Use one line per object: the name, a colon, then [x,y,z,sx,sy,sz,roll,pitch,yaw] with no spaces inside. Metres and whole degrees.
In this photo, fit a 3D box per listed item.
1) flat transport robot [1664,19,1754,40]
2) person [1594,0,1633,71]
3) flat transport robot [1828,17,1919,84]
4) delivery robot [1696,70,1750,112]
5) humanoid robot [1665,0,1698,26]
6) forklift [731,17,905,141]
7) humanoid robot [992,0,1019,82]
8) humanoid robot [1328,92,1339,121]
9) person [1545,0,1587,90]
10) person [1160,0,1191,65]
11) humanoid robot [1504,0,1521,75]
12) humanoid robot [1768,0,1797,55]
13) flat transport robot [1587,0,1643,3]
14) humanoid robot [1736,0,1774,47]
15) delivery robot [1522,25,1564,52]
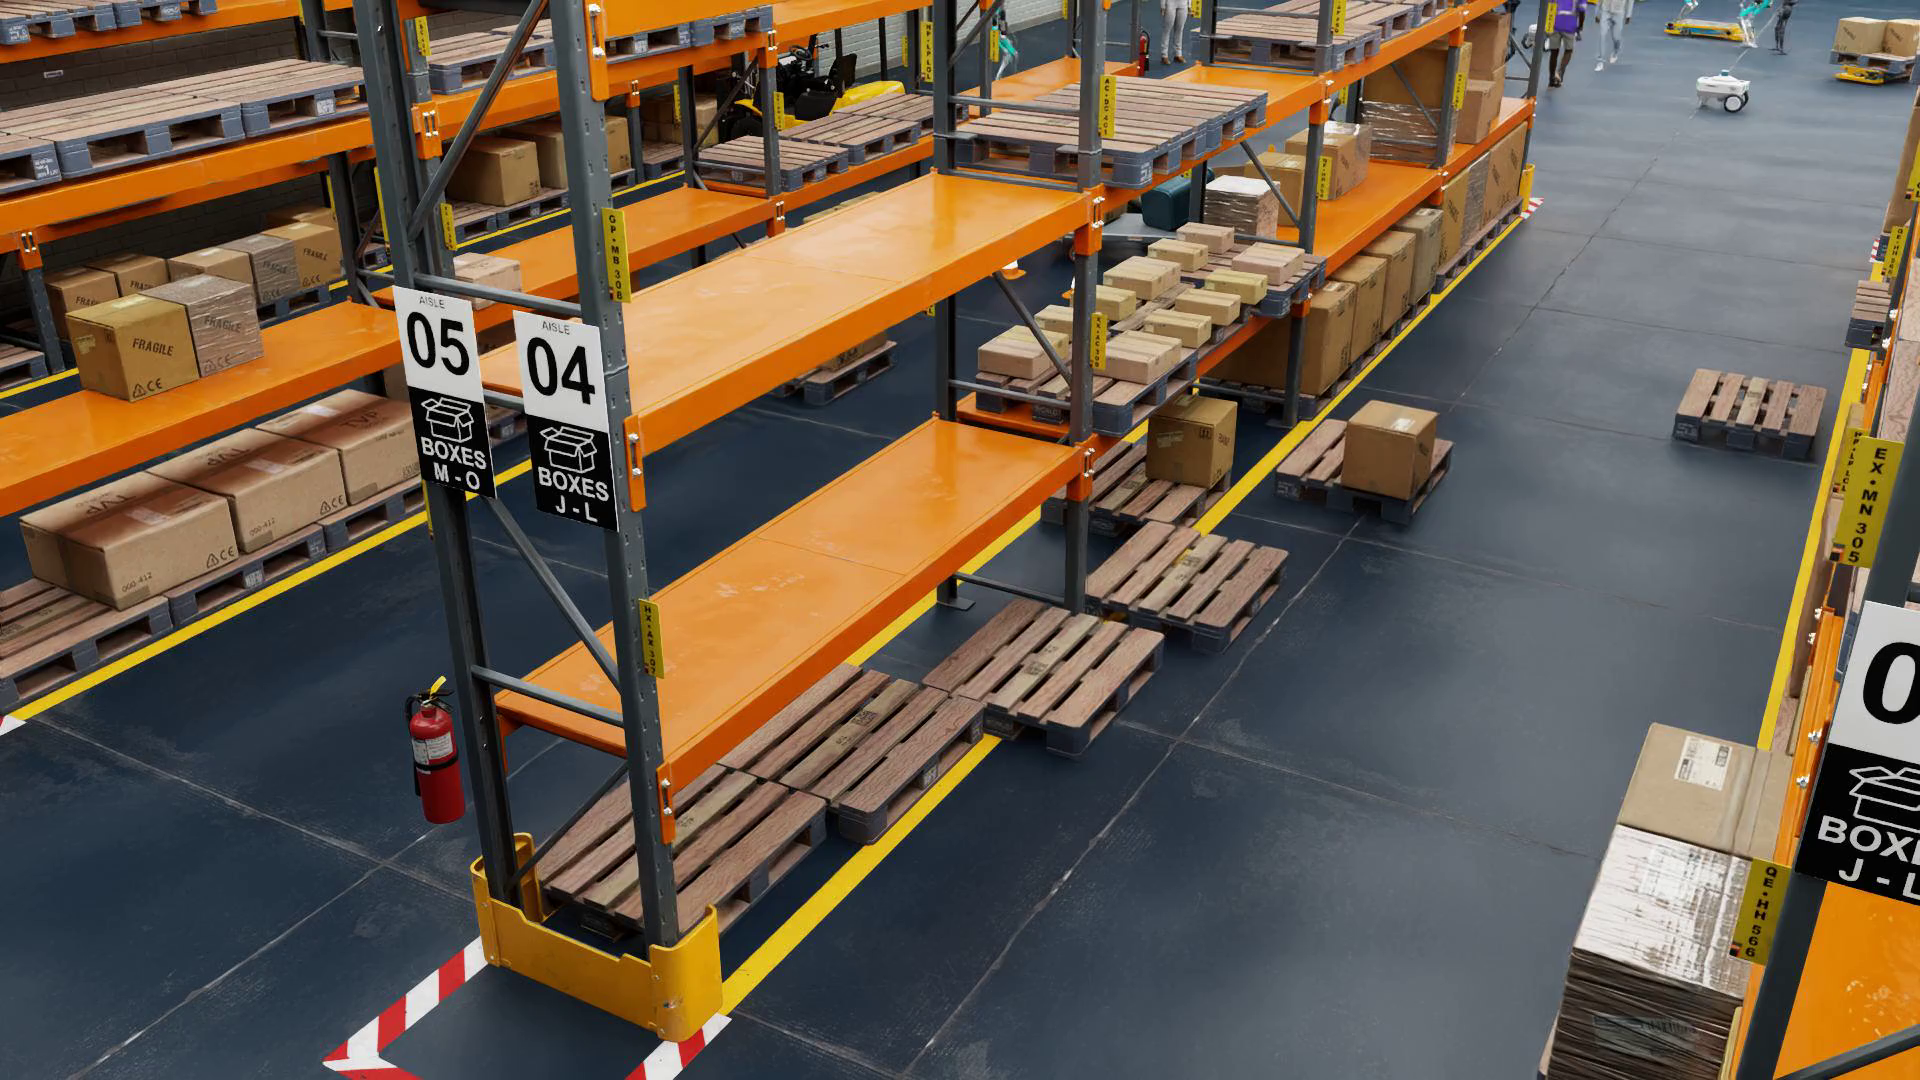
flat transport robot: [14.098,-9.599,31.287,1.431,0.231,0.659,20,32,36]
person: [10.970,-8.851,27.867,0.614,1.884,0.664,18,31,32]
flat transport robot: [15.114,-7.700,27.342,1.431,0.231,0.659,-15,30,-29]
delivery robot: [11.517,-6.769,25.083,0.771,0.599,0.519,16,30,29]
humanoid robot: [13.766,-10.593,31.507,0.533,1.677,0.735,-16,30,-30]
forklift: [-1.819,-5.975,21.543,2.313,2.155,1.214,14,29,26]
humanoid robot: [0.770,-8.201,26.776,0.799,1.840,0.562,-16,30,-30]
humanoid robot: [5.624,-6.882,24.055,0.746,1.628,0.591,4,26,8]
person: [9.525,-8.087,26.218,0.614,1.938,0.502,15,30,28]
person: [3.681,-9.118,28.367,0.630,1.940,0.373,-10,28,-21]
humanoid robot: [8.963,-8.397,27.161,0.345,1.645,0.609,12,28,23]
humanoid robot: [14.535,-9.415,29.280,0.353,1.651,0.609,14,29,26]
flat transport robot: [13.918,-11.594,35.434,1.431,0.231,0.659,-11,28,-21]
humanoid robot: [14.318,-9.717,29.896,0.544,1.837,0.704,-19,31,-33]
delivery robot: [10.561,-9.112,29.942,0.793,0.590,0.499,-16,30,-29]
